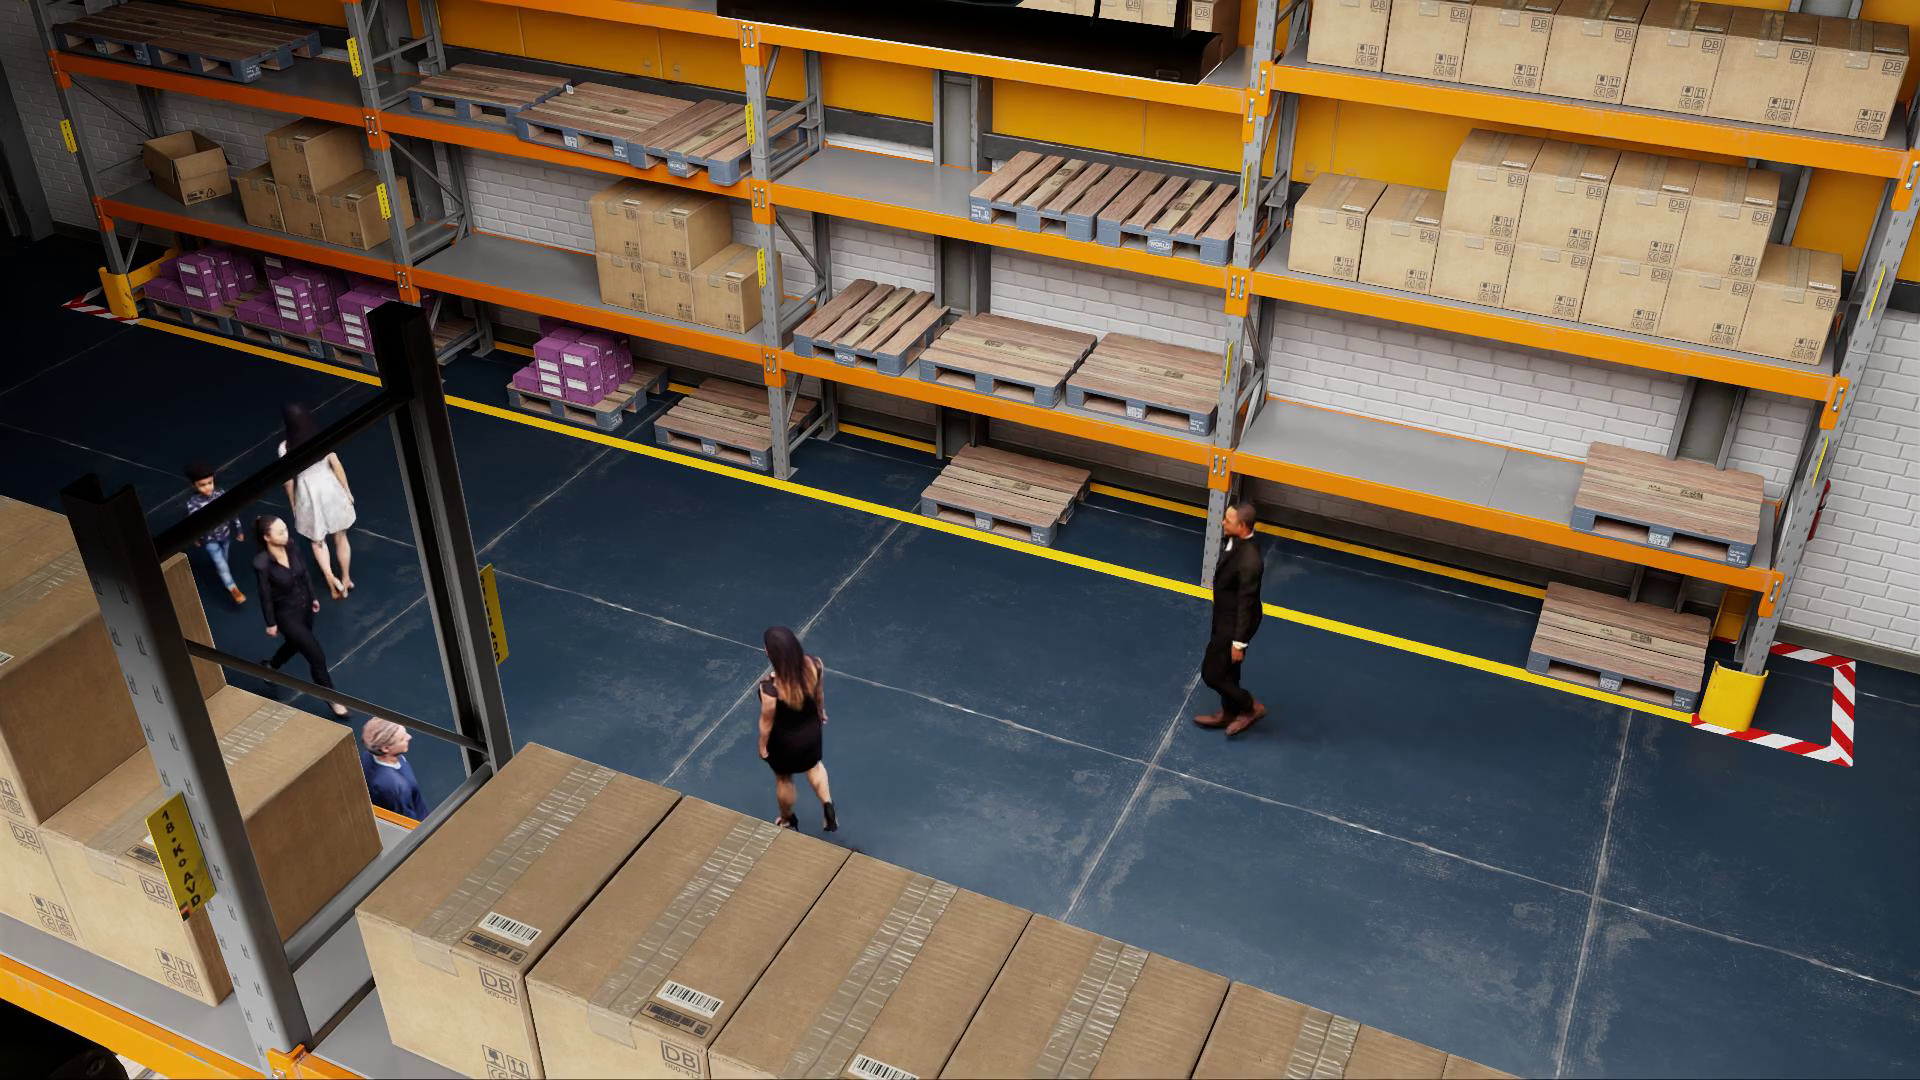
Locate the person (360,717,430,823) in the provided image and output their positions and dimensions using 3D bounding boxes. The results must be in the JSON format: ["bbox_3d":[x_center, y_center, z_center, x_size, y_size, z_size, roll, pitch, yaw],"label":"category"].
[{"bbox_3d":[-3.254,1.760,9.752,0.805,1.864,0.695,-19,38,-26],"label":"person"}]

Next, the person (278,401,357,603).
[{"bbox_3d":[-4.928,-0.232,12.845,0.935,1.758,0.995,-10,35,-15],"label":"person"}]

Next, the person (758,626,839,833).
[{"bbox_3d":[-1.015,1.270,10.632,0.814,1.705,0.854,-29,43,-36],"label":"person"}]

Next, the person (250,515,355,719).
[{"bbox_3d":[-4.770,0.533,11.764,1.090,1.679,0.657,10,35,15],"label":"person"}]

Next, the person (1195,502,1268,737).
[{"bbox_3d":[1.989,0.580,11.506,0.886,1.887,0.861,1,34,2],"label":"person"}]

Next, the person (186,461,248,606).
[{"bbox_3d":[-5.897,-0.088,13.122,0.711,1.211,0.924,-26,41,-33],"label":"person"}]
